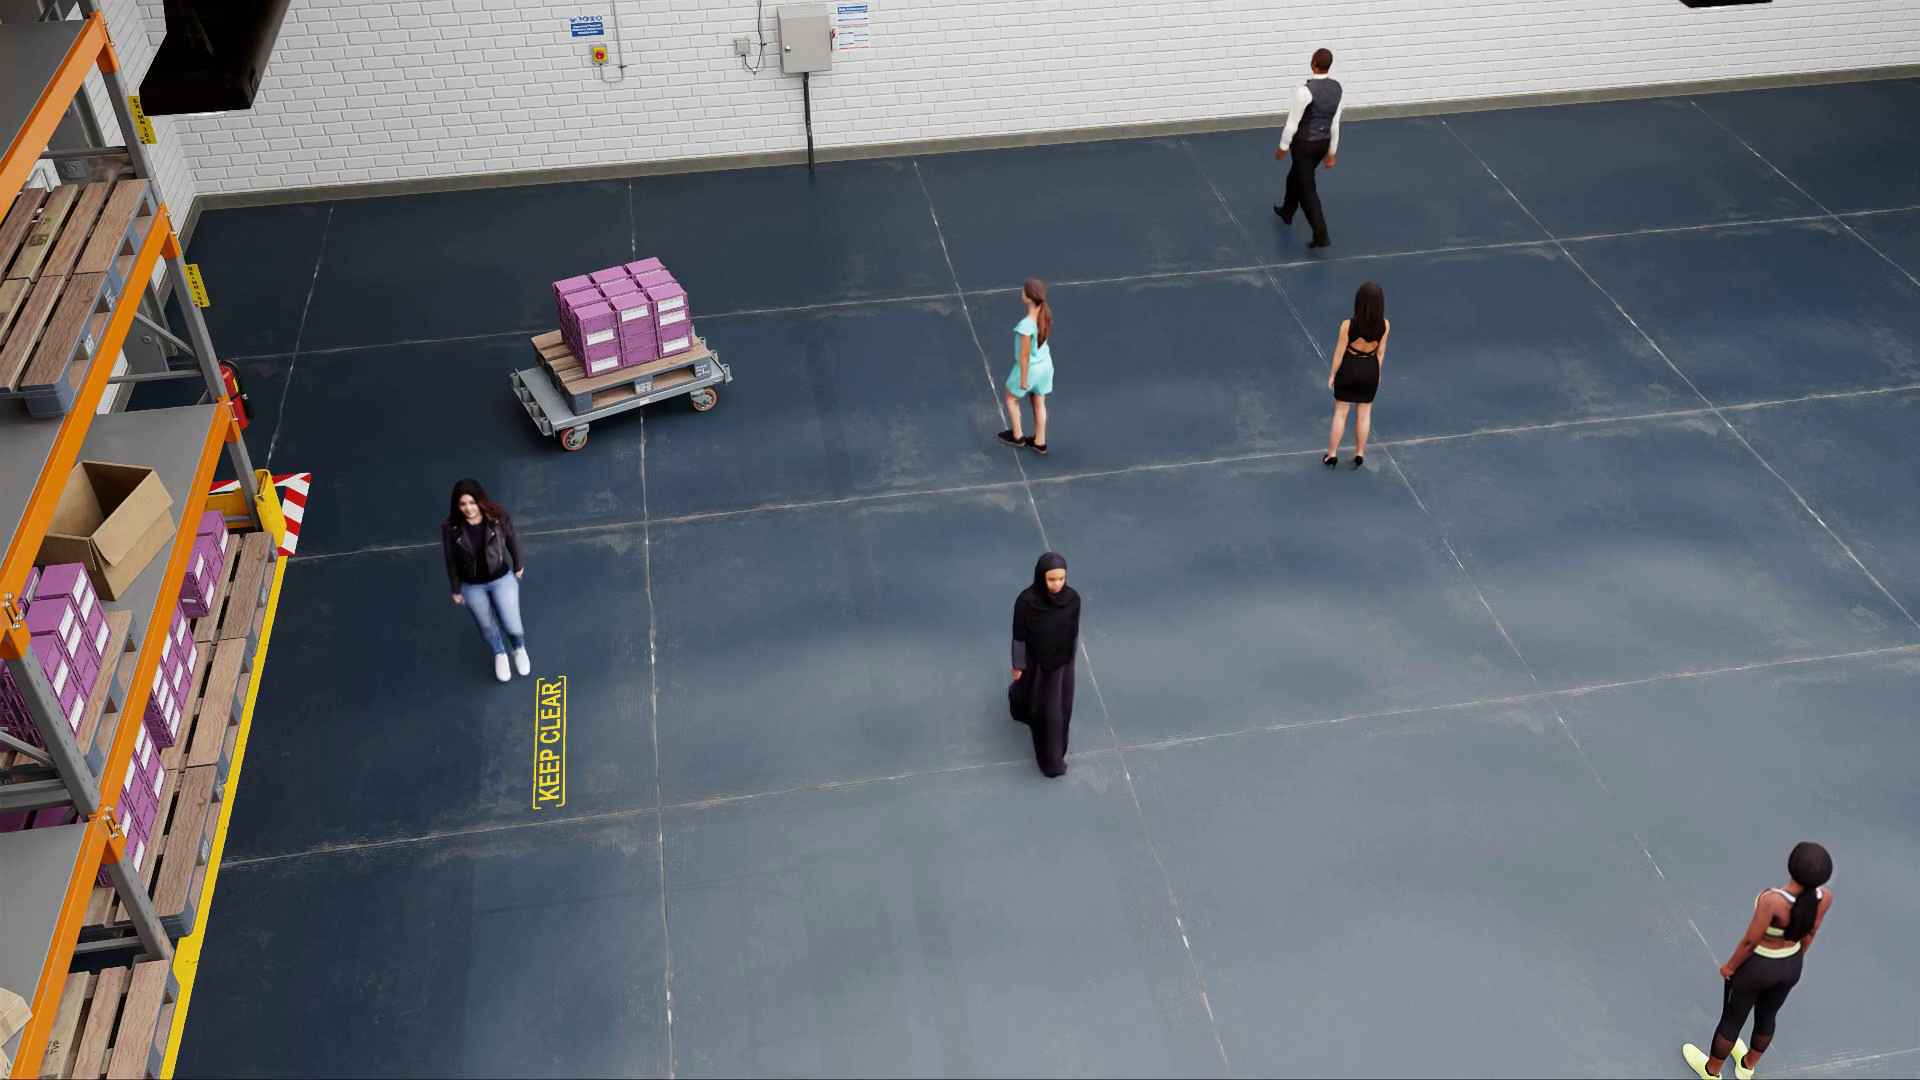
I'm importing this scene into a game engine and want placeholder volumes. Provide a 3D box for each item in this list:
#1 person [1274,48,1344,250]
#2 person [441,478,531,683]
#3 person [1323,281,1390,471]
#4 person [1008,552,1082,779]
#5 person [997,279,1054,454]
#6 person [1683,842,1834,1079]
[{"bbox_3d":[3.356,-3.669,15.773,0.984,1.885,1.357,-19,42,-22],"label":"person"},{"bbox_3d":[-3.169,0.232,11.099,0.656,1.622,0.621,-10,40,-13],"label":"person"},{"bbox_3d":[3.093,-1.255,12.943,0.577,1.645,0.534,1,39,1],"label":"person"},{"bbox_3d":[0.521,0.709,10.523,0.607,1.595,0.999,-5,39,-7],"label":"person"},{"bbox_3d":[0.626,-1.343,13.132,0.768,1.546,0.703,32,48,33],"label":"person"},{"bbox_3d":[4.139,2.197,8.534,0.567,1.753,0.511,-4,39,-5],"label":"person"}]
